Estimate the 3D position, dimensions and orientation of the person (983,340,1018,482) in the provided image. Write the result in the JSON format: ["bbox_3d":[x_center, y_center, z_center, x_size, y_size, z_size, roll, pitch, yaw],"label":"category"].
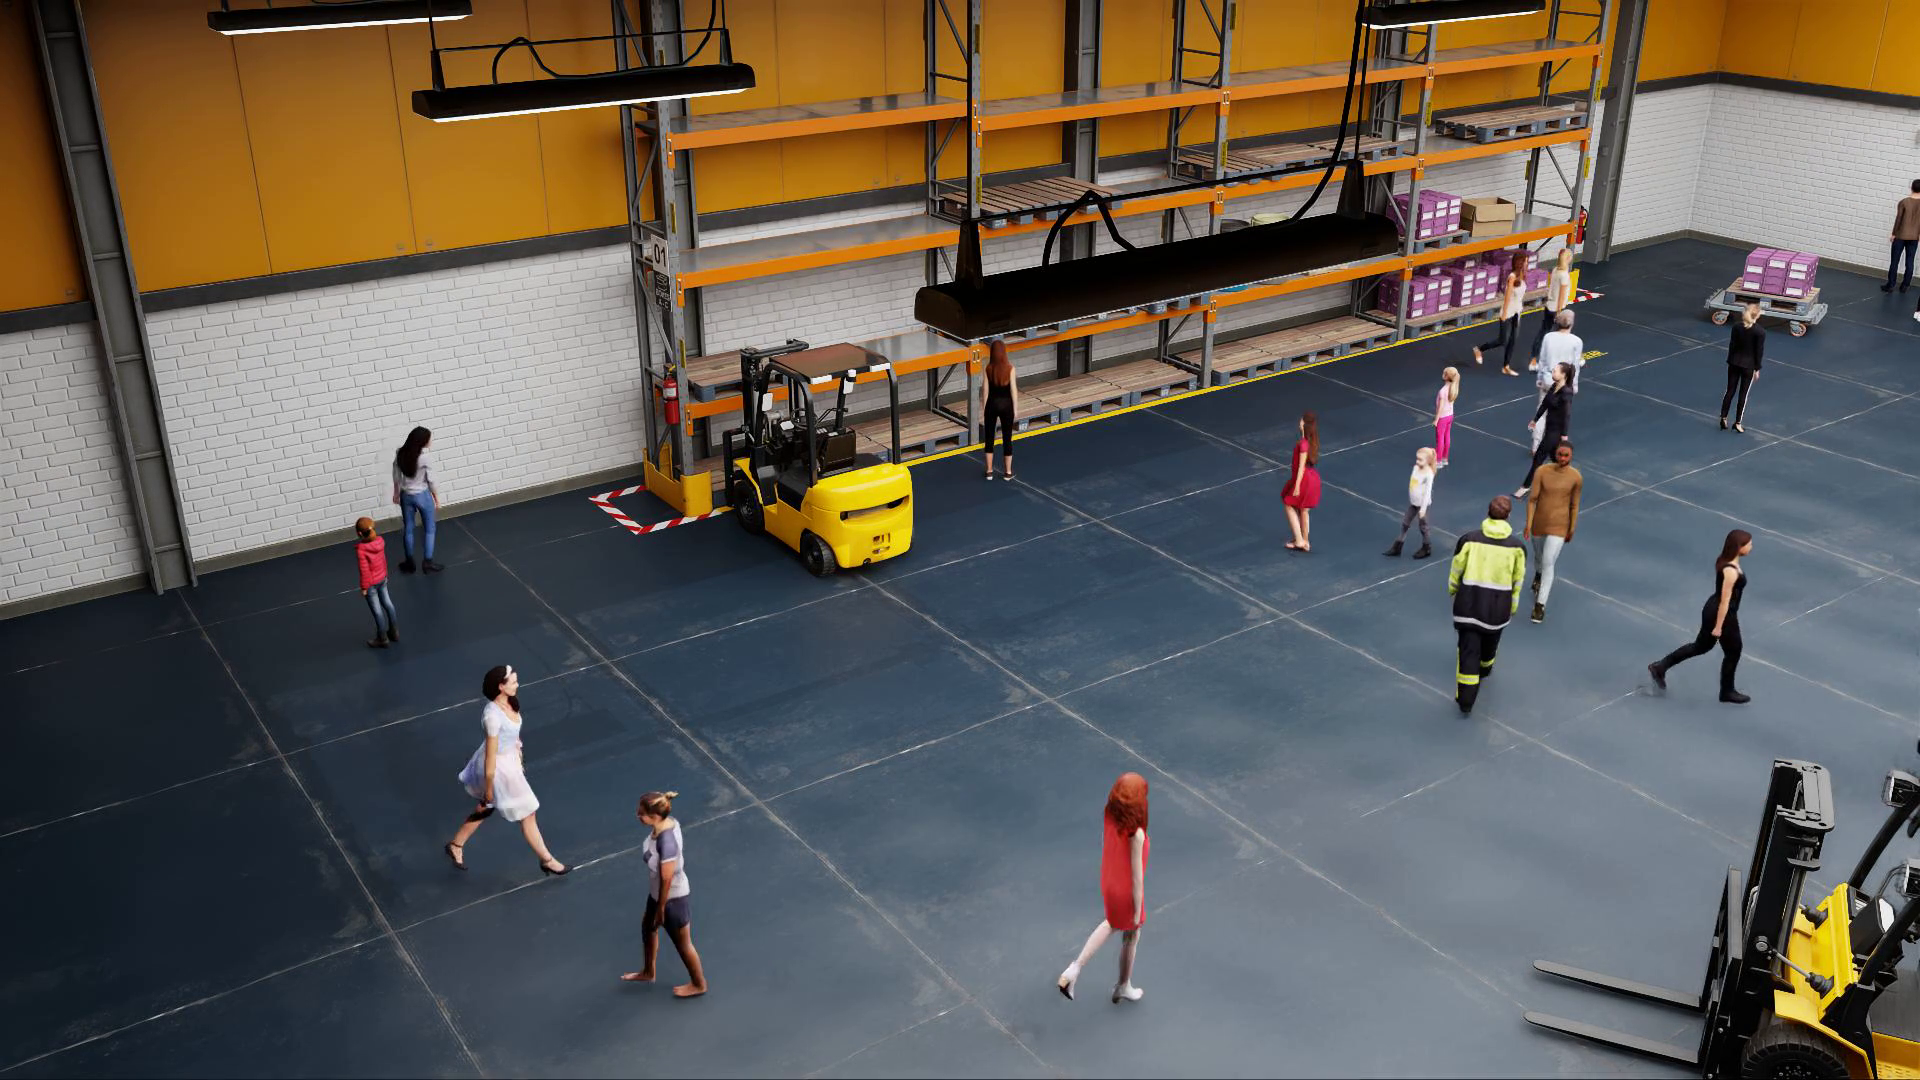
[{"bbox_3d":[0.461,-1.555,19.854,0.645,1.726,0.703,4,24,10],"label":"person"}]

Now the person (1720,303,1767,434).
[{"bbox_3d":[10.054,-2.210,21.377,0.570,1.707,0.621,-19,30,-36],"label":"person"}]

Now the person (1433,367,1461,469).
[{"bbox_3d":[5.930,-1.517,20.337,0.579,1.271,0.494,22,32,40],"label":"person"}]

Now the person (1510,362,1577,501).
[{"bbox_3d":[6.925,-1.227,19.164,1.009,1.678,0.895,1,24,2],"label":"person"}]

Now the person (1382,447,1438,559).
[{"bbox_3d":[4.959,-0.389,17.771,0.827,1.259,0.620,-9,25,-19],"label":"person"}]

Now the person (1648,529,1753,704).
[{"bbox_3d":[6.673,0.694,14.794,1.110,1.659,1.109,6,24,13],"label":"person"}]

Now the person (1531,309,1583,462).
[{"bbox_3d":[7.335,-1.904,20.451,0.725,1.888,0.672,18,29,35],"label":"person"}]

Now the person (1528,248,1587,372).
[{"bbox_3d":[8.369,-3.236,23.642,1.124,1.773,0.887,-4,24,-9],"label":"person"}]

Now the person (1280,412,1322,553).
[{"bbox_3d":[3.729,-0.605,17.924,0.766,1.531,0.671,8,25,18],"label":"person"}]

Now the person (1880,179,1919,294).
[{"bbox_3d":[15.759,-5.061,27.673,0.730,1.888,0.802,3,24,7],"label":"person"}]

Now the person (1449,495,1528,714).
[{"bbox_3d":[4.609,0.589,14.691,1.269,1.935,1.340,5,24,10],"label":"person"}]

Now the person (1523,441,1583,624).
[{"bbox_3d":[5.880,-0.160,16.604,1.030,1.774,1.333,11,26,24],"label":"person"}]

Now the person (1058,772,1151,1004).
[{"bbox_3d":[0.968,2.337,10.849,0.910,1.808,0.646,-13,27,-27],"label":"person"}]

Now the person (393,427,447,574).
[{"bbox_3d":[-5.750,-0.419,17.401,0.752,1.609,0.786,0,24,1],"label":"person"}]

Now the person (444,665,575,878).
[{"bbox_3d":[-3.480,1.754,12.242,1.292,1.760,1.094,1,24,3],"label":"person"}]

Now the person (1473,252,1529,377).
[{"bbox_3d":[7.730,-3.216,23.609,0.781,1.762,0.915,20,31,39],"label":"person"}]

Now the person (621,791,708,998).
[{"bbox_3d":[-1.849,2.358,11.059,0.903,1.601,0.771,-4,24,-9],"label":"person"}]

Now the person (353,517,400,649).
[{"bbox_3d":[-5.589,0.395,15.904,0.652,1.317,0.566,8,25,18],"label":"person"}]
